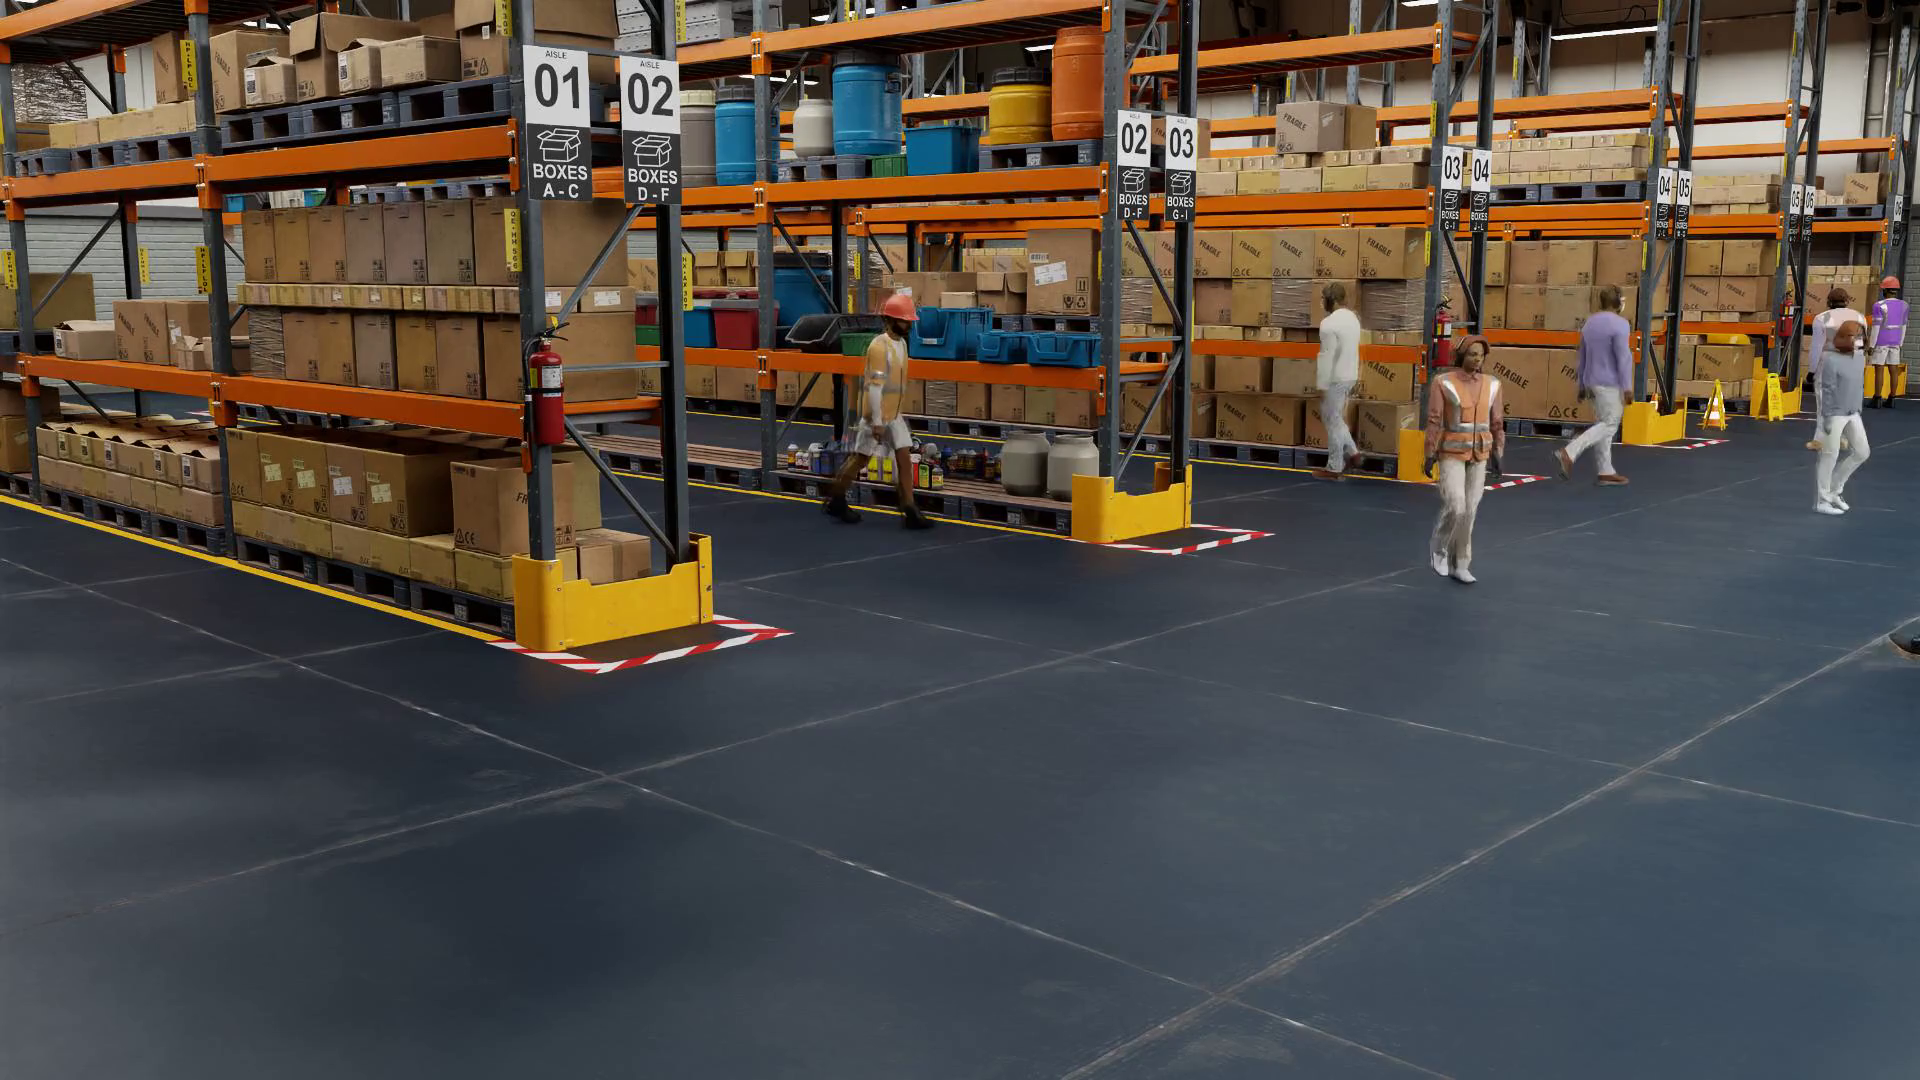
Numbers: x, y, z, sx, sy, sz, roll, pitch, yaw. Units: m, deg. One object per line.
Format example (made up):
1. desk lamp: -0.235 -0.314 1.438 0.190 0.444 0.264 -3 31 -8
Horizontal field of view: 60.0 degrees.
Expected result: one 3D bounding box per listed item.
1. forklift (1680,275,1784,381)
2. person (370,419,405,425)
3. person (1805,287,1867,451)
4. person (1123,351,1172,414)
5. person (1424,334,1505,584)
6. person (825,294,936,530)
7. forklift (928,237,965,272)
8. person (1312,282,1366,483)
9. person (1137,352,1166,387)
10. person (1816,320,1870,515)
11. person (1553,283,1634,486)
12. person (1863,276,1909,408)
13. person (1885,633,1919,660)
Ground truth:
1. forklift: 12.480 -3.427 27.053 1.214 2.155 2.313 9 13 43
2. person: -5.294 -1.270 15.411 0.282 1.634 0.498 8 12 40
3. person: 9.914 -1.938 18.885 0.624 1.840 0.430 -1 9 -5
4. person: 2.543 -2.606 22.513 1.031 1.984 0.630 9 13 43
5. person: 3.297 -0.526 10.848 0.538 1.623 0.371 -3 10 -15
6. person: -0.657 -1.026 13.267 1.012 1.872 0.547 6 11 32
7. forklift: -0.326 -5.817 39.609 1.129 2.768 1.873 9 13 43
8. person: 3.620 -1.519 16.042 0.430 1.924 0.657 7 12 36
9. person: 2.420 -2.312 21.044 0.356 1.881 0.575 8 12 41
10. person: 7.378 -1.017 13.885 0.530 1.620 0.365 -5 10 -26
11. person: 5.997 -1.455 15.684 0.769 1.919 0.627 -1 9 -9
12. person: 13.720 -2.929 24.641 0.545 1.942 0.350 -1 9 -8
13. person: 5.270 -0.262 8.371 0.982 1.909 0.618 7 11 35
